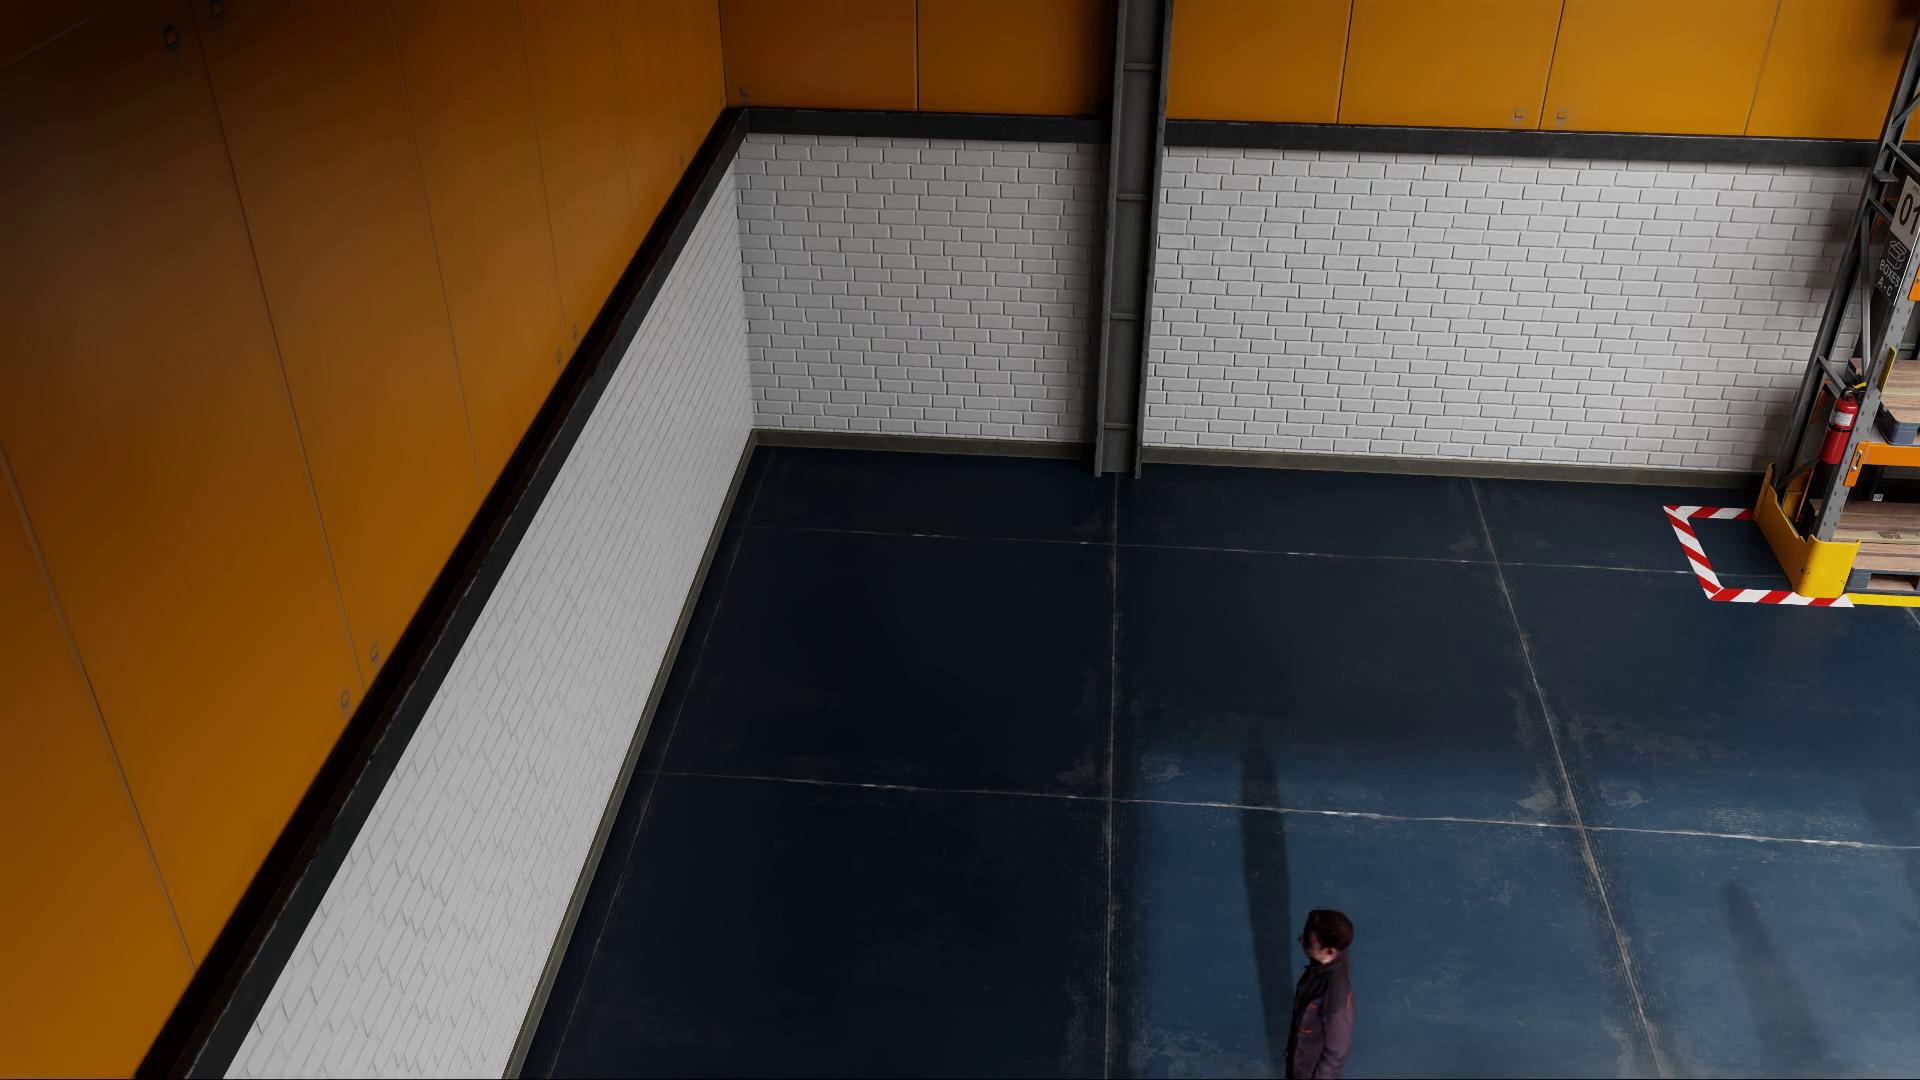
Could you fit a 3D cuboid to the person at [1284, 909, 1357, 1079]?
[{"bbox_3d":[1.684,2.464,7.934,0.546,1.911,0.675,3,34,4],"label":"person"}]
